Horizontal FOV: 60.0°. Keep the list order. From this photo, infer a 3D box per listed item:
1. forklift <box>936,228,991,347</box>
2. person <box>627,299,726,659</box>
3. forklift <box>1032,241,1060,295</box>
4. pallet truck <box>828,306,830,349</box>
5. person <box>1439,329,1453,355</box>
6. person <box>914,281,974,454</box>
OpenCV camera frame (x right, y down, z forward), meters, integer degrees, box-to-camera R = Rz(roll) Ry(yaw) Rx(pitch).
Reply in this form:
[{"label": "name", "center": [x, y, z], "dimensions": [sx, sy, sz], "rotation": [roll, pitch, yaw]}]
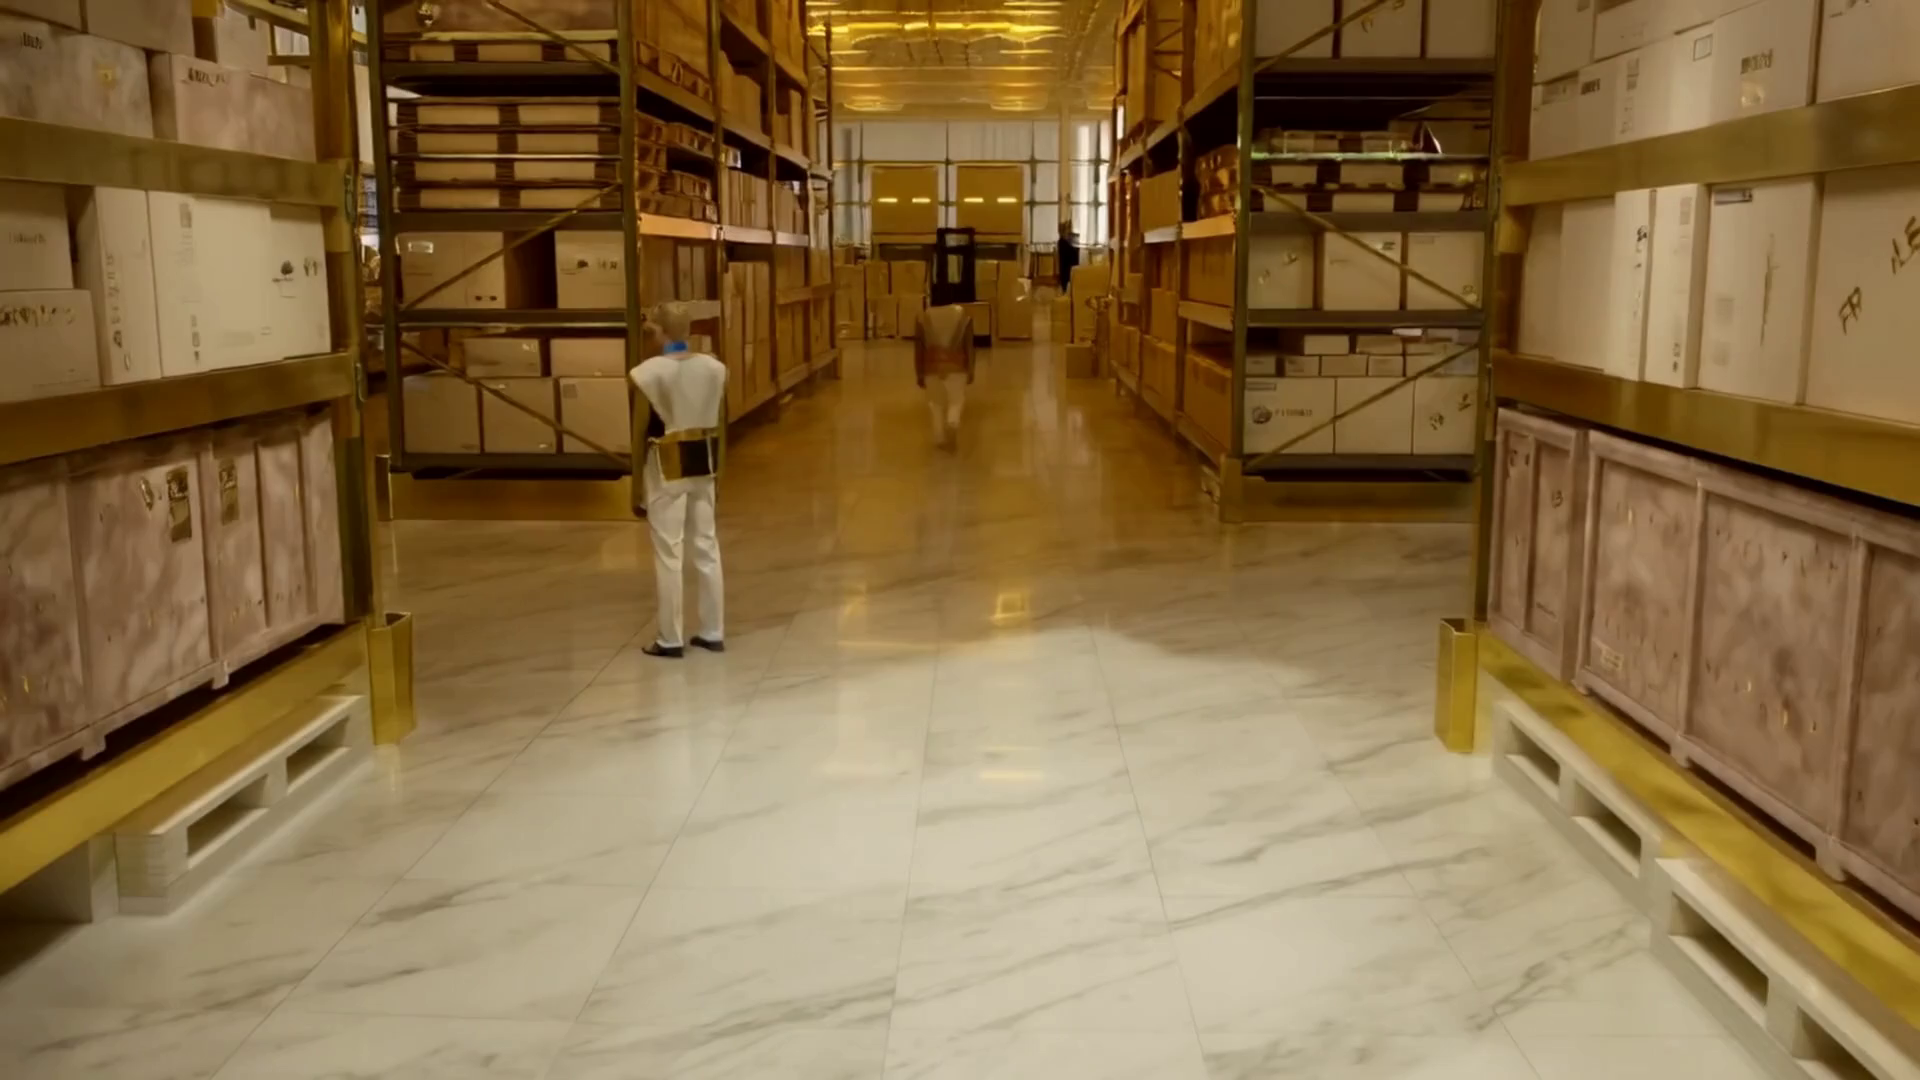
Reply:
[{"label": "forklift", "center": [-0.079, -5.964, 39.288], "dimensions": [1.129, 2.768, 1.873], "rotation": [-4, 10, -23]}, {"label": "person", "center": [-1.429, -0.301, 8.498], "dimensions": [0.564, 1.841, 0.397], "rotation": [-9, 13, -42]}, {"label": "forklift", "center": [3.181, -9.726, 61.818], "dimensions": [1.129, 2.768, 1.873], "rotation": [0, 9, 1]}, {"label": "pallet truck", "center": [-3.100, -3.940, 29.800], "dimensions": [1.885, 1.965, 0.823], "rotation": [3, 10, 19]}, {"label": "person", "center": [10.733, -4.918, 35.920], "dimensions": [0.807, 1.905, 0.548], "rotation": [6, 11, 33]}, {"label": "person", "center": [-0.171, -1.794, 17.462], "dimensions": [0.638, 1.827, 0.520], "rotation": [1, 10, 4]}]
